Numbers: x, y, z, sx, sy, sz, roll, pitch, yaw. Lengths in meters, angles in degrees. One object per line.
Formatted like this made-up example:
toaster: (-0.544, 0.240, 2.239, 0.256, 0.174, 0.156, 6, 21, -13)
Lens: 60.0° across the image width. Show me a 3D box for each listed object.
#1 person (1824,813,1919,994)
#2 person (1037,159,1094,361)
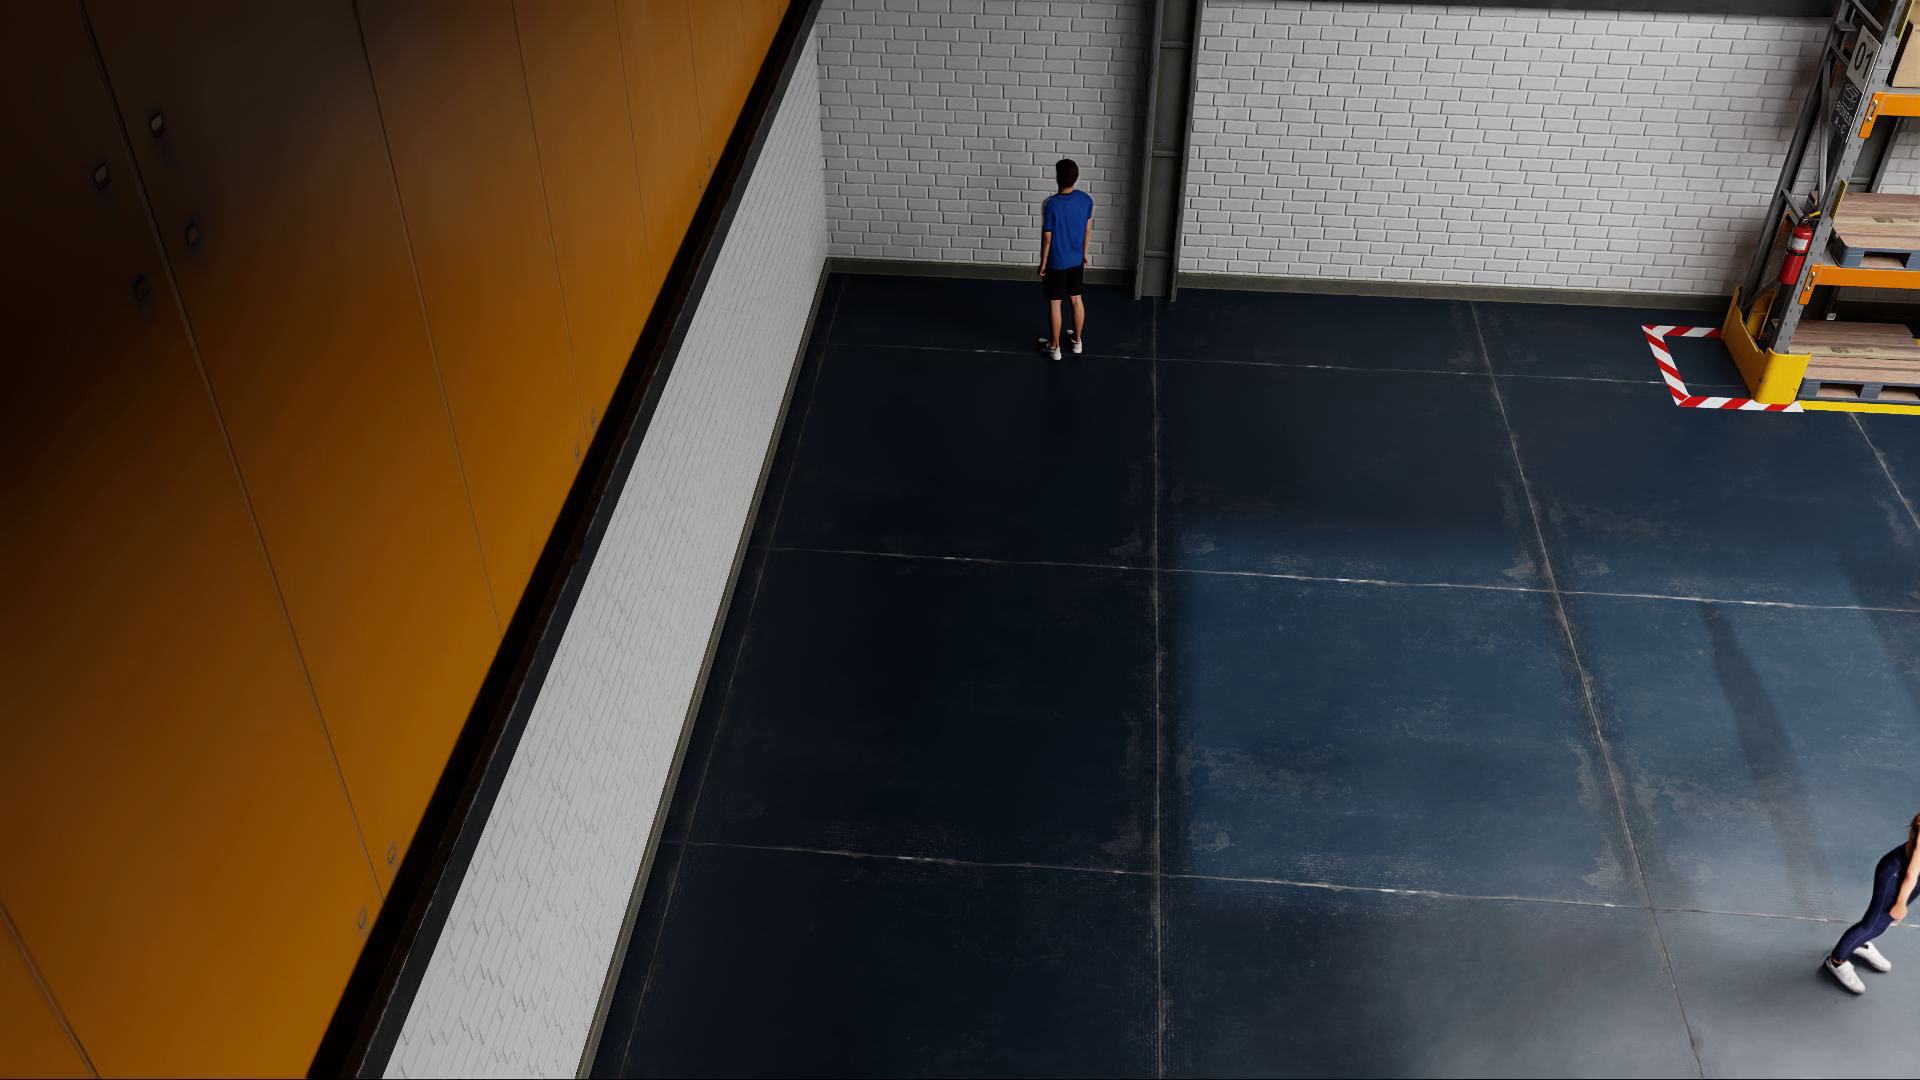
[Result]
person: (5.293, 1.893, 9.321, 0.637, 1.623, 0.704, -26, 45, -28)
person: (0.912, -2.471, 14.592, 0.698, 1.865, 0.808, -17, 42, -21)
